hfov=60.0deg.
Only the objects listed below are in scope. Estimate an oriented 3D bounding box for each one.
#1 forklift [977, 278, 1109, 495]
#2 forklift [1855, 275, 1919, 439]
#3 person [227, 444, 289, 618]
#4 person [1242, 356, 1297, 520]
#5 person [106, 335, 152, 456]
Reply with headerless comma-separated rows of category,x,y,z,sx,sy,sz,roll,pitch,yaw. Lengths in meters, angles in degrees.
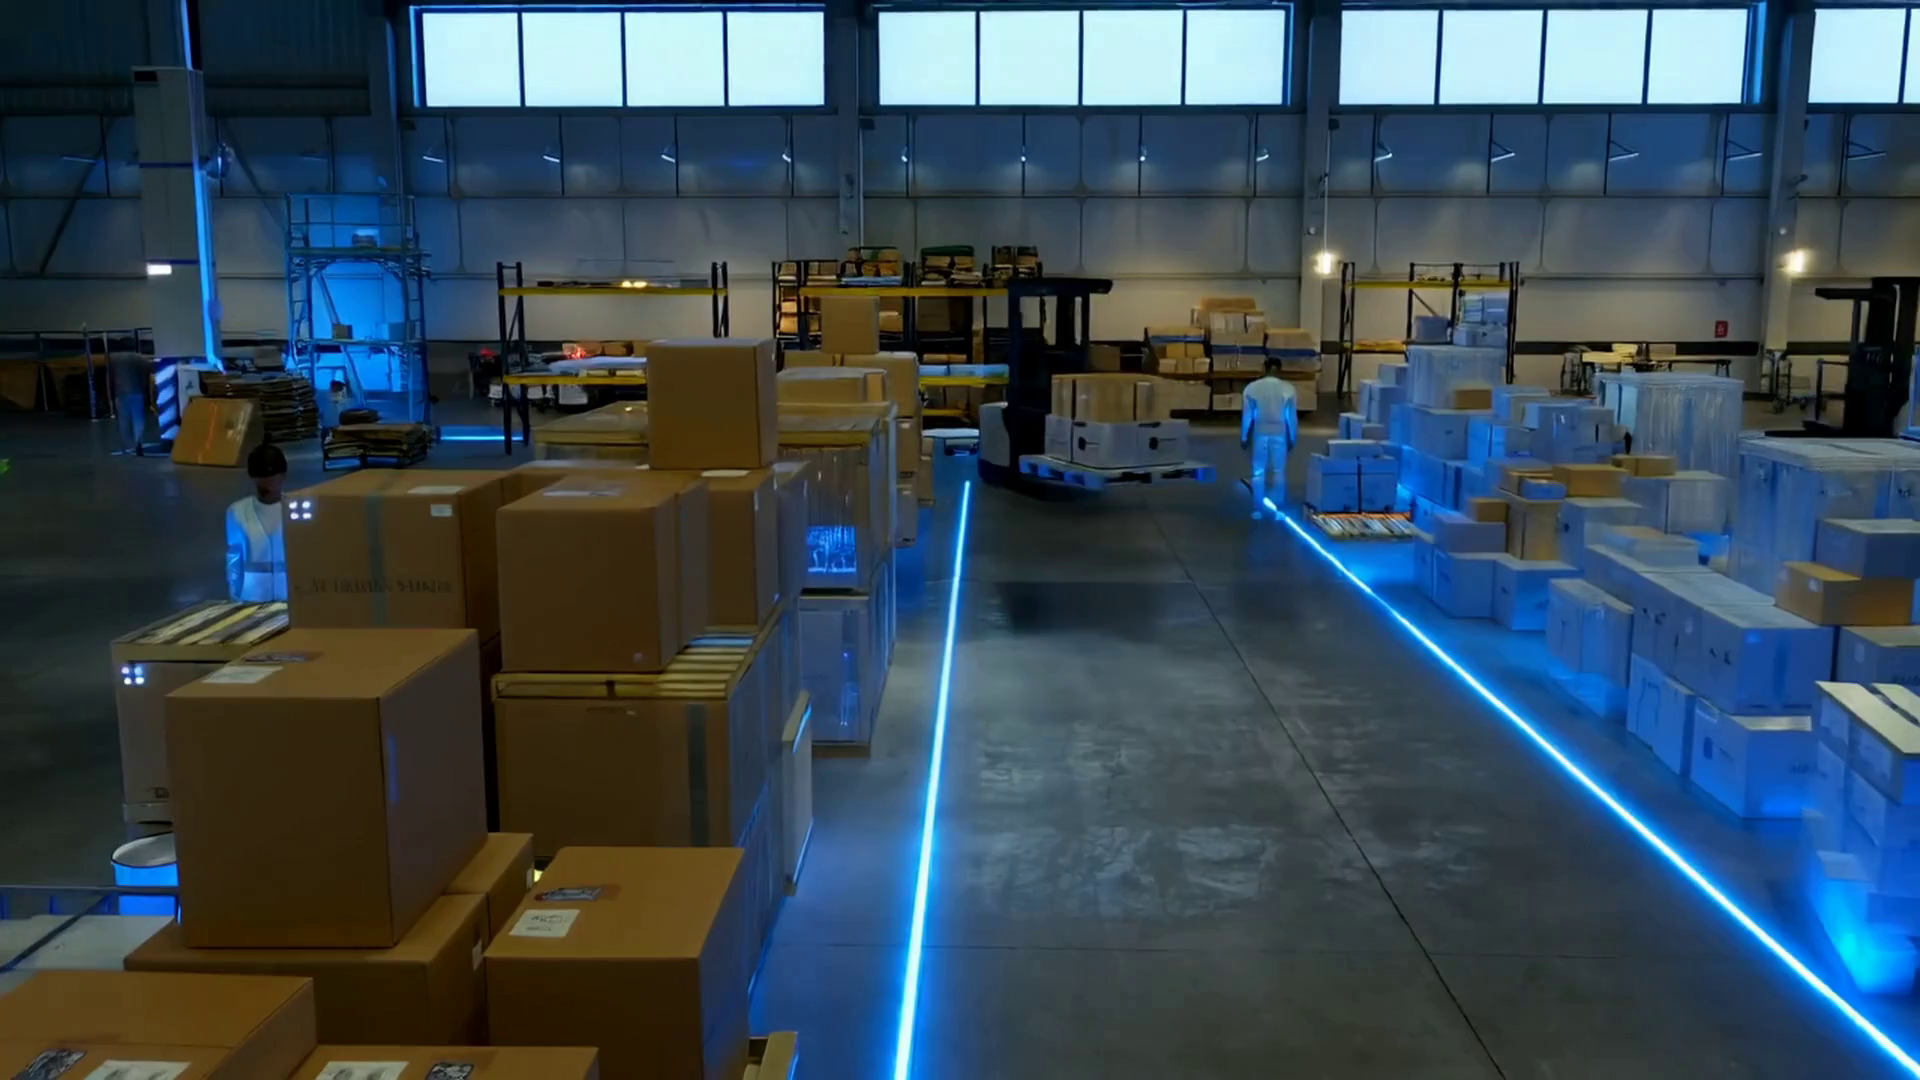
forklift,1.072,-2.121,22.343,1.129,2.768,1.873,-4,10,-24
forklift,14.742,-2.791,26.351,1.873,2.768,1.129,0,9,1
person,-4.200,0.368,10.246,0.547,1.938,0.377,-3,10,-16
person,3.647,-1.200,19.638,0.634,1.937,0.355,1,10,9
person,-13.090,-2.276,26.237,0.662,1.899,0.972,-6,11,-31
